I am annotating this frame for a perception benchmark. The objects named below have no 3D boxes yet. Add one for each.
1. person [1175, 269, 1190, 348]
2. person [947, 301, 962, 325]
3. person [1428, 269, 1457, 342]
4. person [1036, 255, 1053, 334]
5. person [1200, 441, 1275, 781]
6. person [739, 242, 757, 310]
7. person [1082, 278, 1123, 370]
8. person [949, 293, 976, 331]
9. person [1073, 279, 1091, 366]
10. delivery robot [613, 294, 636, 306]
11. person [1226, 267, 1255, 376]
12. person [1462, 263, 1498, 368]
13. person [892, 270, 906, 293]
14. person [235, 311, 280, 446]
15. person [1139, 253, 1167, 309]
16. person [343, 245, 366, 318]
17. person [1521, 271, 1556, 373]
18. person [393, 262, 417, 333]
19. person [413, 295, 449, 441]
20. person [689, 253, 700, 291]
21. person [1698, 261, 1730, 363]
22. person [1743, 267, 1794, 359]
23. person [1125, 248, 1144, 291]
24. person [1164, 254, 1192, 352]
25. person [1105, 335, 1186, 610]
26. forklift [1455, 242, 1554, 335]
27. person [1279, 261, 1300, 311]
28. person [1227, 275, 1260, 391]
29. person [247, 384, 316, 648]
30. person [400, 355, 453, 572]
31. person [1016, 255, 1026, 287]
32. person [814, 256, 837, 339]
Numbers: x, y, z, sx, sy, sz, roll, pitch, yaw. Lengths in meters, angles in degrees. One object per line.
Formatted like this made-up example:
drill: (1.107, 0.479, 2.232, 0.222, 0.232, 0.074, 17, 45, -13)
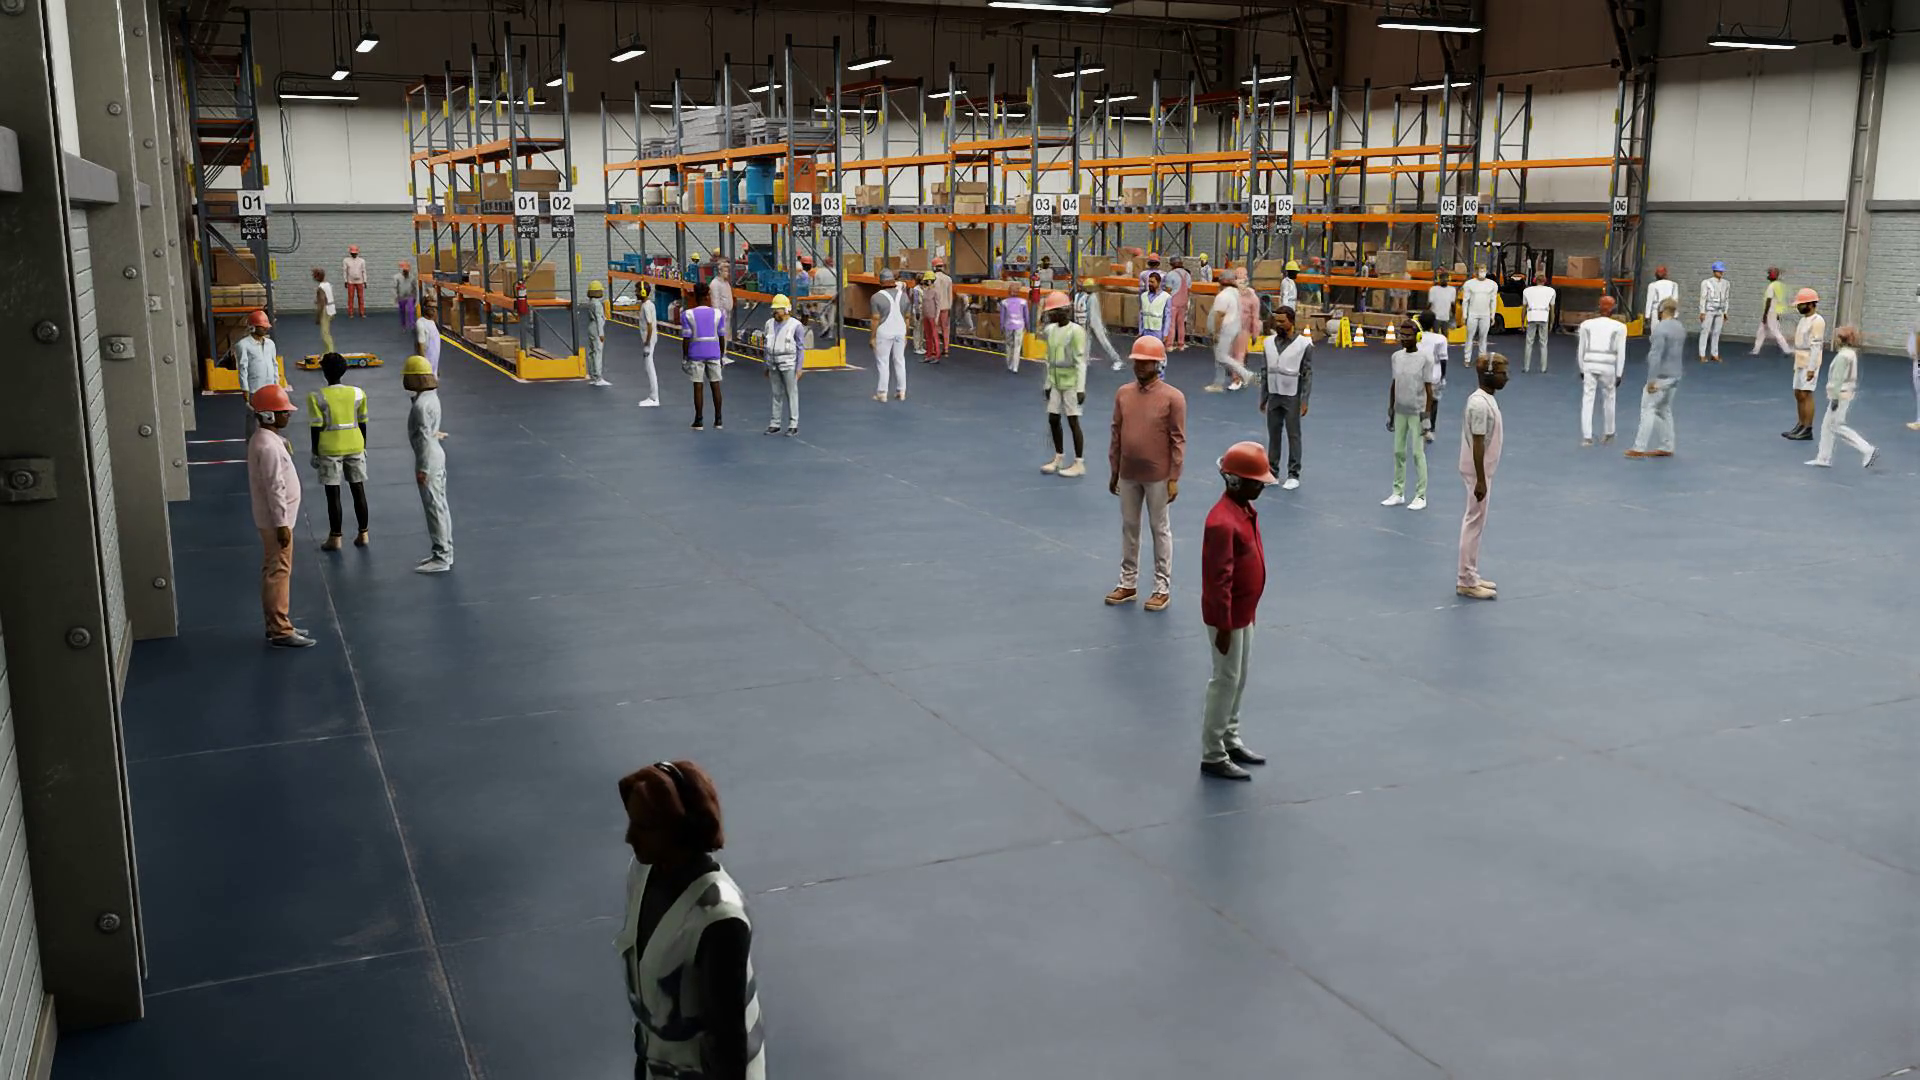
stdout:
person: (4.755, -4.932, 35.502, 0.319, 1.687, 0.538, -2, 11, -9)
person: (-0.103, -6.504, 42.980, 0.684, 1.885, 0.567, -6, 12, -27)
person: (8.888, -4.067, 30.716, 0.582, 1.872, 0.408, 0, 11, -1)
person: (2.022, -5.858, 39.750, 0.529, 1.866, 0.312, -6, 13, -30)
person: (1.415, 0.355, 8.493, 0.348, 1.740, 0.575, 4, 12, 22)
person: (-6.291, -7.861, 49.518, 0.609, 2.033, 0.410, 3, 12, 15)
person: (2.561, -3.975, 30.627, 0.907, 1.692, 0.525, 1, 11, 6)
person: (0.037, -5.862, 39.759, 0.593, 1.873, 1.006, -7, 13, -32)
person: (2.314, -4.089, 31.342, 0.315, 1.636, 0.514, -6, 13, -28)
delivery robot: (-9.633, -6.813, 47.705, 0.707, 0.478, 0.477, 7, 13, 33)
person: (4.950, -3.856, 29.432, 0.542, 1.928, 0.399, 4, 12, 20)
person: (9.679, -4.178, 31.023, 0.631, 1.940, 0.372, 2, 11, 8)
person: (-1.409, -5.084, 36.385, 0.515, 1.641, 0.315, -4, 12, -21)
person: (-8.163, -1.800, 19.437, 0.351, 1.743, 0.563, 5, 12, 23)
person: (4.039, -4.965, 34.747, 0.607, 2.048, 0.369, 2, 11, 11)
person: (-16.678, -7.122, 45.859, 0.608, 1.989, 0.387, -6, 13, -29)
person: (10.406, -3.915, 29.965, 0.561, 1.836, 0.393, 3, 12, 15)
person: (-13.386, -5.857, 40.177, 0.560, 1.695, 0.929, -5, 12, -24)
person: (-6.738, -2.180, 21.120, 0.350, 1.842, 0.506, 0, 11, 0)
person: (-7.462, -7.213, 46.916, 0.337, 1.757, 0.518, 7, 13, 32)
person: (14.573, -4.403, 32.142, 0.605, 1.948, 0.391, -2, 11, -12)
person: (16.186, -4.517, 33.085, 0.912, 1.810, 0.579, 8, 14, 37)
person: (4.487, -6.519, 42.844, 0.640, 1.981, 1.084, -7, 13, -31)
person: (4.479, -4.958, 34.727, 0.685, 2.000, 0.535, -9, 14, -40)
person: (1.345, -0.485, 12.137, 0.621, 2.000, 0.413, 9, 14, 37)
forklift: (13.047, -6.049, 39.881, 2.313, 2.155, 1.214, -5, 12, -23)
person: (6.509, -4.542, 32.904, 0.382, 1.928, 0.587, 5, 12, 22)
person: (4.579, -3.417, 27.327, 0.642, 1.876, 0.849, 10, 15, 43)
person: (-4.533, -0.160, 11.075, 0.329, 1.751, 0.572, -6, 13, -28)
person: (-4.309, -0.614, 13.410, 0.324, 1.743, 0.490, -1, 11, -6)
person: (1.826, -7.675, 49.605, 0.304, 1.623, 0.500, 0, 11, -1)
person: (-3.064, -5.559, 38.166, 0.668, 1.888, 0.439, -5, 12, -22)
